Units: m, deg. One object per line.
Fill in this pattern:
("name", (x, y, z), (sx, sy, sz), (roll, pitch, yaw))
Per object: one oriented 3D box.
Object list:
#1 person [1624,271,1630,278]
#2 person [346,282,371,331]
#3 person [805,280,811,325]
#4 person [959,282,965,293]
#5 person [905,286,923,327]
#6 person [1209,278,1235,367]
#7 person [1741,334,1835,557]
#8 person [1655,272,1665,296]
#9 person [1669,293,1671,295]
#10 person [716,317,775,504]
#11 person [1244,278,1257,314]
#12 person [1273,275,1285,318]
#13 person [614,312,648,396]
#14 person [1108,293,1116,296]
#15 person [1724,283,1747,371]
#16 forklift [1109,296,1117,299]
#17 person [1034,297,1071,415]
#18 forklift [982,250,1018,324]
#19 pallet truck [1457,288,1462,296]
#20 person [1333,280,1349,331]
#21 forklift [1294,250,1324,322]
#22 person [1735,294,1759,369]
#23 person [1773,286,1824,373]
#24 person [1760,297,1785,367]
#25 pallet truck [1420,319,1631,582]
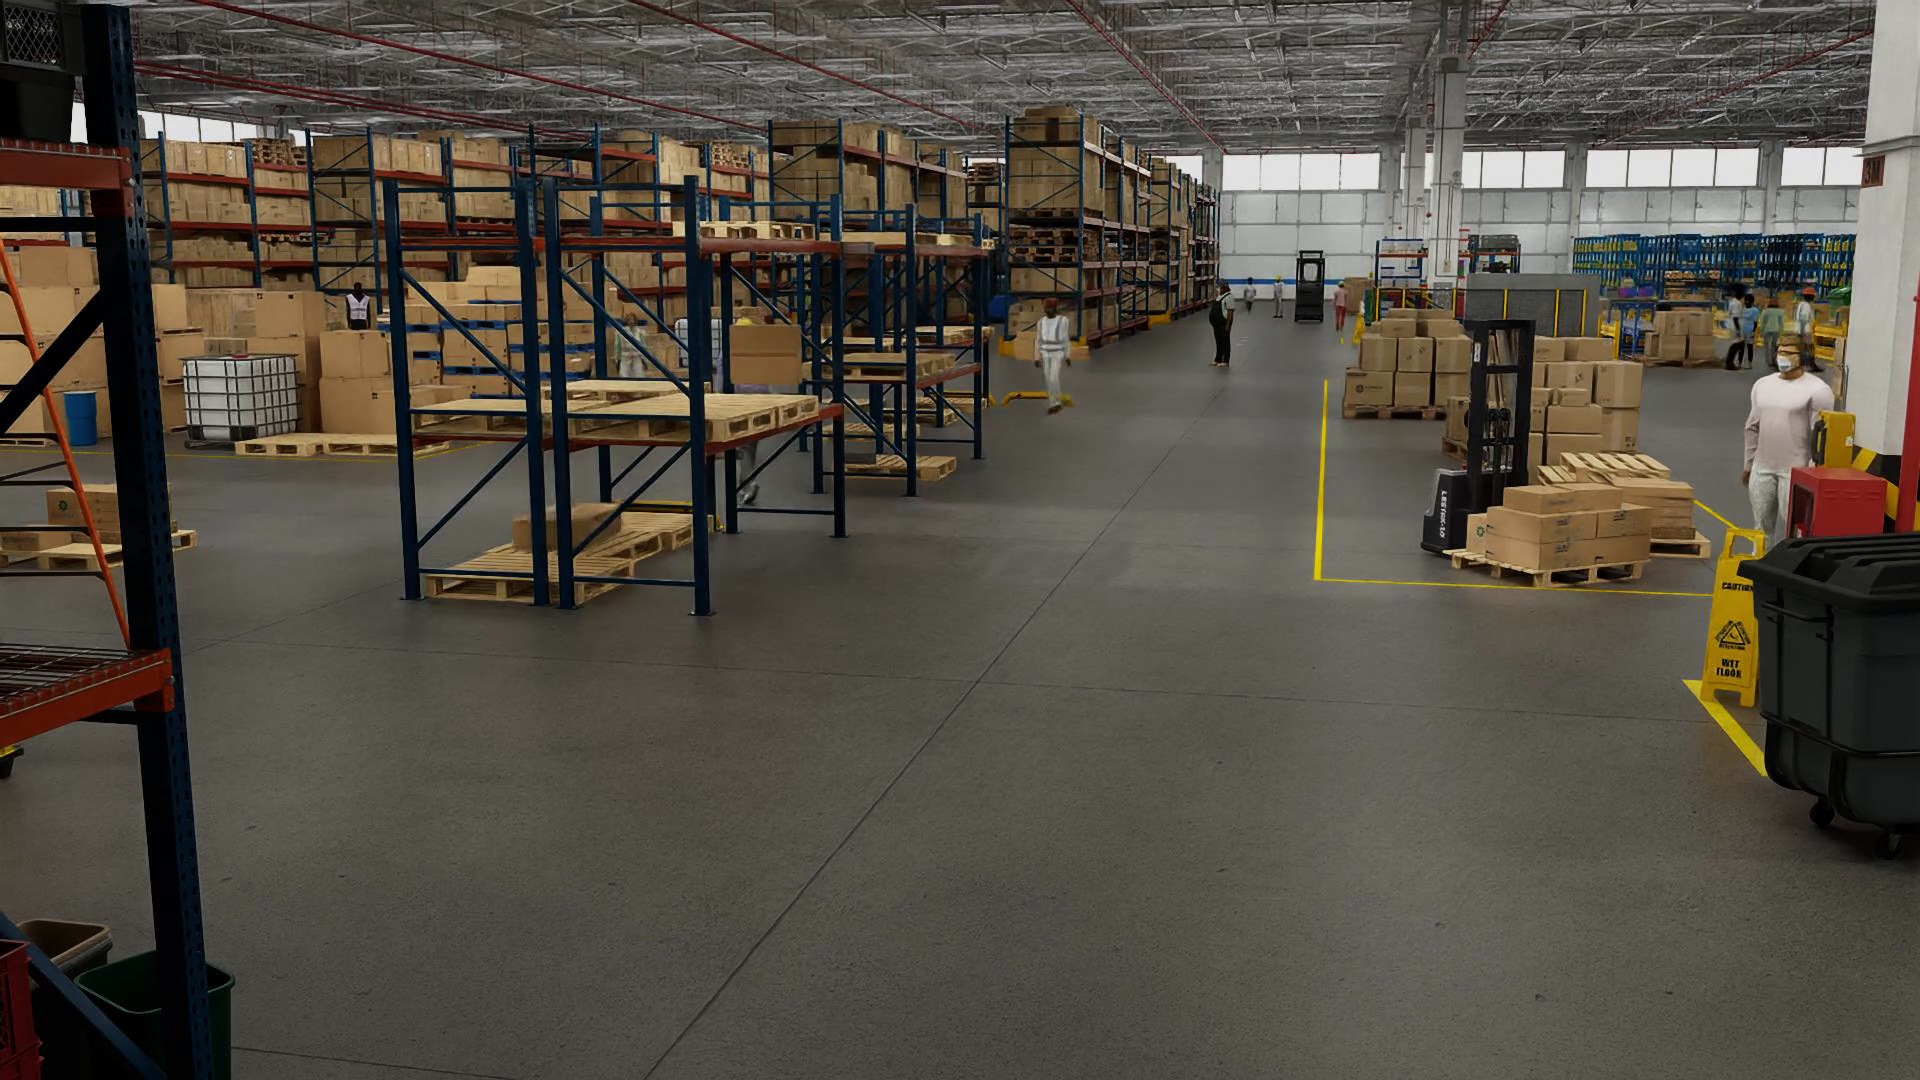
("person", (32.297, -12.087, 80.554), (0.406, 1.941, 0.602), (4, 10, 23))
("person", (-14.963, -5.457, 41.404), (0.592, 1.910, 0.387), (-7, 12, -35))
("person", (-5.624, -8.882, 62.304), (0.532, 1.696, 0.319), (-3, 10, -19))
("person", (-0.067, -10.415, 71.031), (0.627, 1.807, 0.704), (2, 10, 9))
("person", (-1.067, -4.824, 37.471), (0.568, 1.962, 0.631), (2, 10, 11))
("person", (6.012, -5.009, 38.352), (0.538, 2.000, 0.683), (-3, 10, -18))
("person", (5.943, -0.513, 12.030), (0.367, 1.940, 0.635), (-6, 11, -30))
("person", (36.431, -13.028, 86.507), (0.582, 1.805, 0.876), (1, 10, 4))
("person", (34.629, -12.043, 80.625), (0.403, 1.827, 0.597), (-4, 10, -24))
("person", (-2.183, -1.333, 17.049), (0.607, 1.889, 0.920), (-4, 10, -23))
("person", (13.027, -10.910, 74.430), (0.553, 1.657, 0.843), (-2, 10, -14))
("person", (13.449, -10.278, 70.209), (0.404, 1.826, 0.592), (-6, 11, -33))
("person", (-5.297, -2.848, 26.739), (0.521, 1.637, 0.310), (-4, 11, -25))
("person", (6.418, -10.408, 70.813), (0.397, 1.893, 0.731), (-2, 10, -11))
("person", (17.141, -4.686, 36.697), (0.431, 1.947, 0.644), (4, 11, 25))
("forklift", (4.899, -9.325, 61.423), (1.873, 2.768, 1.129), (0, 10, 0))
("person", (1.445, -2.901, 26.361), (0.622, 1.867, 0.501), (8, 12, 38))
("forklift", (1.219, -9.531, 62.642), (1.873, 2.768, 1.129), (2, 10, 11))
("pallet truck", (20.506, -9.785, 68.819), (0.653, 1.274, 1.630), (2, 10, 12))
("person", (13.135, -8.068, 57.330), (0.530, 1.752, 0.554), (2, 10, 14))
("forklift", (13.778, -10.002, 65.433), (1.129, 2.768, 1.873), (2, 10, 12))
("person", (17.722, -4.691, 37.488), (0.318, 1.696, 0.532), (-5, 11, -27))
("person", (18.387, -4.600, 36.387), (0.997, 1.897, 0.554), (3, 10, 15))
("person", (18.692, -4.787, 38.269), (0.500, 1.621, 0.492), (3, 10, 17))
("pallet truck", (4.543, -0.757, 13.299), (0.823, 1.965, 1.885), (-4, 10, -22))
